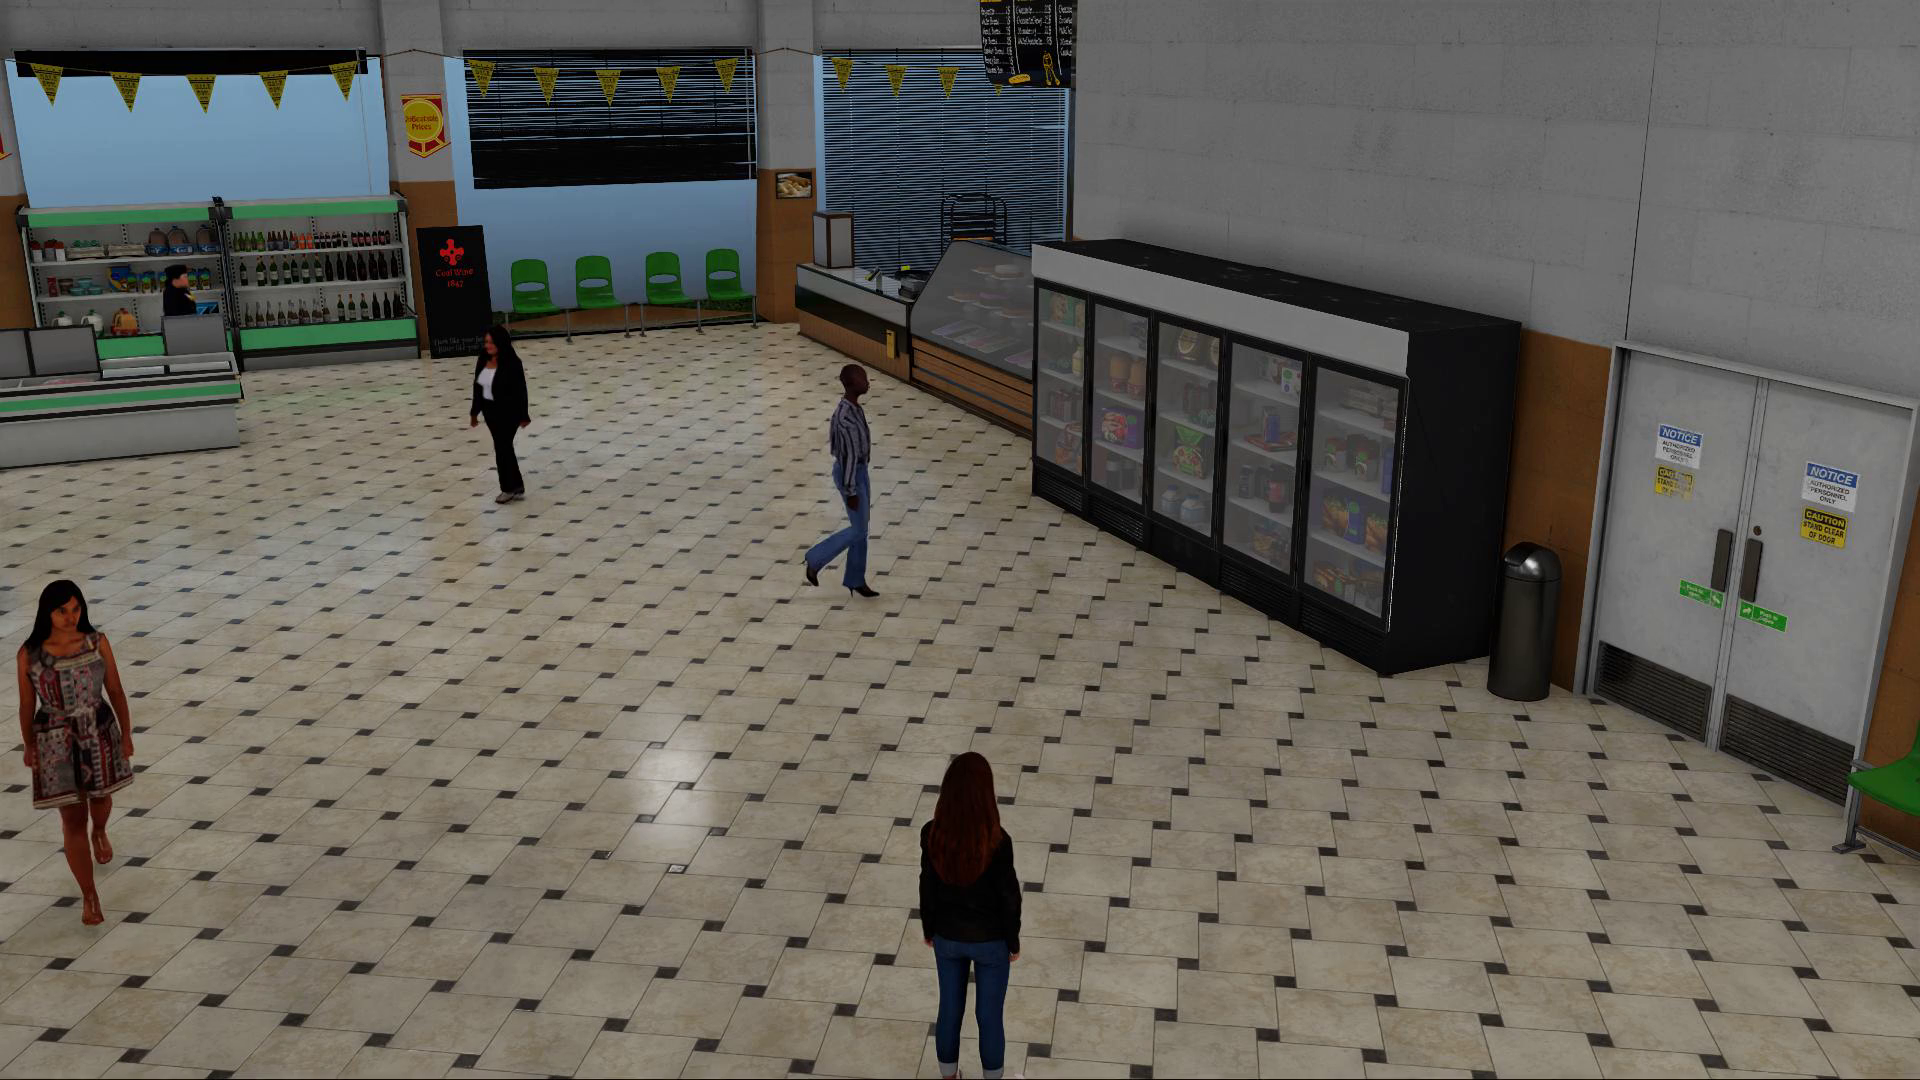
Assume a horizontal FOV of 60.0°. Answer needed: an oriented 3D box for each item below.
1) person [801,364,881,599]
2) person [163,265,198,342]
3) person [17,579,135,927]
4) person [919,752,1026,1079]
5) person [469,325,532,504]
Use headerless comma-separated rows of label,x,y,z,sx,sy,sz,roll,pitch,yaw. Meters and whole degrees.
person,-0.886,-0.402,12.283,0.947,1.777,0.855,2,17,6
person,-8.708,-2.187,18.426,1.151,1.625,0.870,-3,17,-11
person,-4.290,0.964,8.099,1.104,1.596,0.800,-11,20,-32
person,0.042,1.520,6.456,0.632,1.485,0.696,6,18,18
person,-4.100,-1.161,15.092,0.849,1.597,0.916,9,19,27
